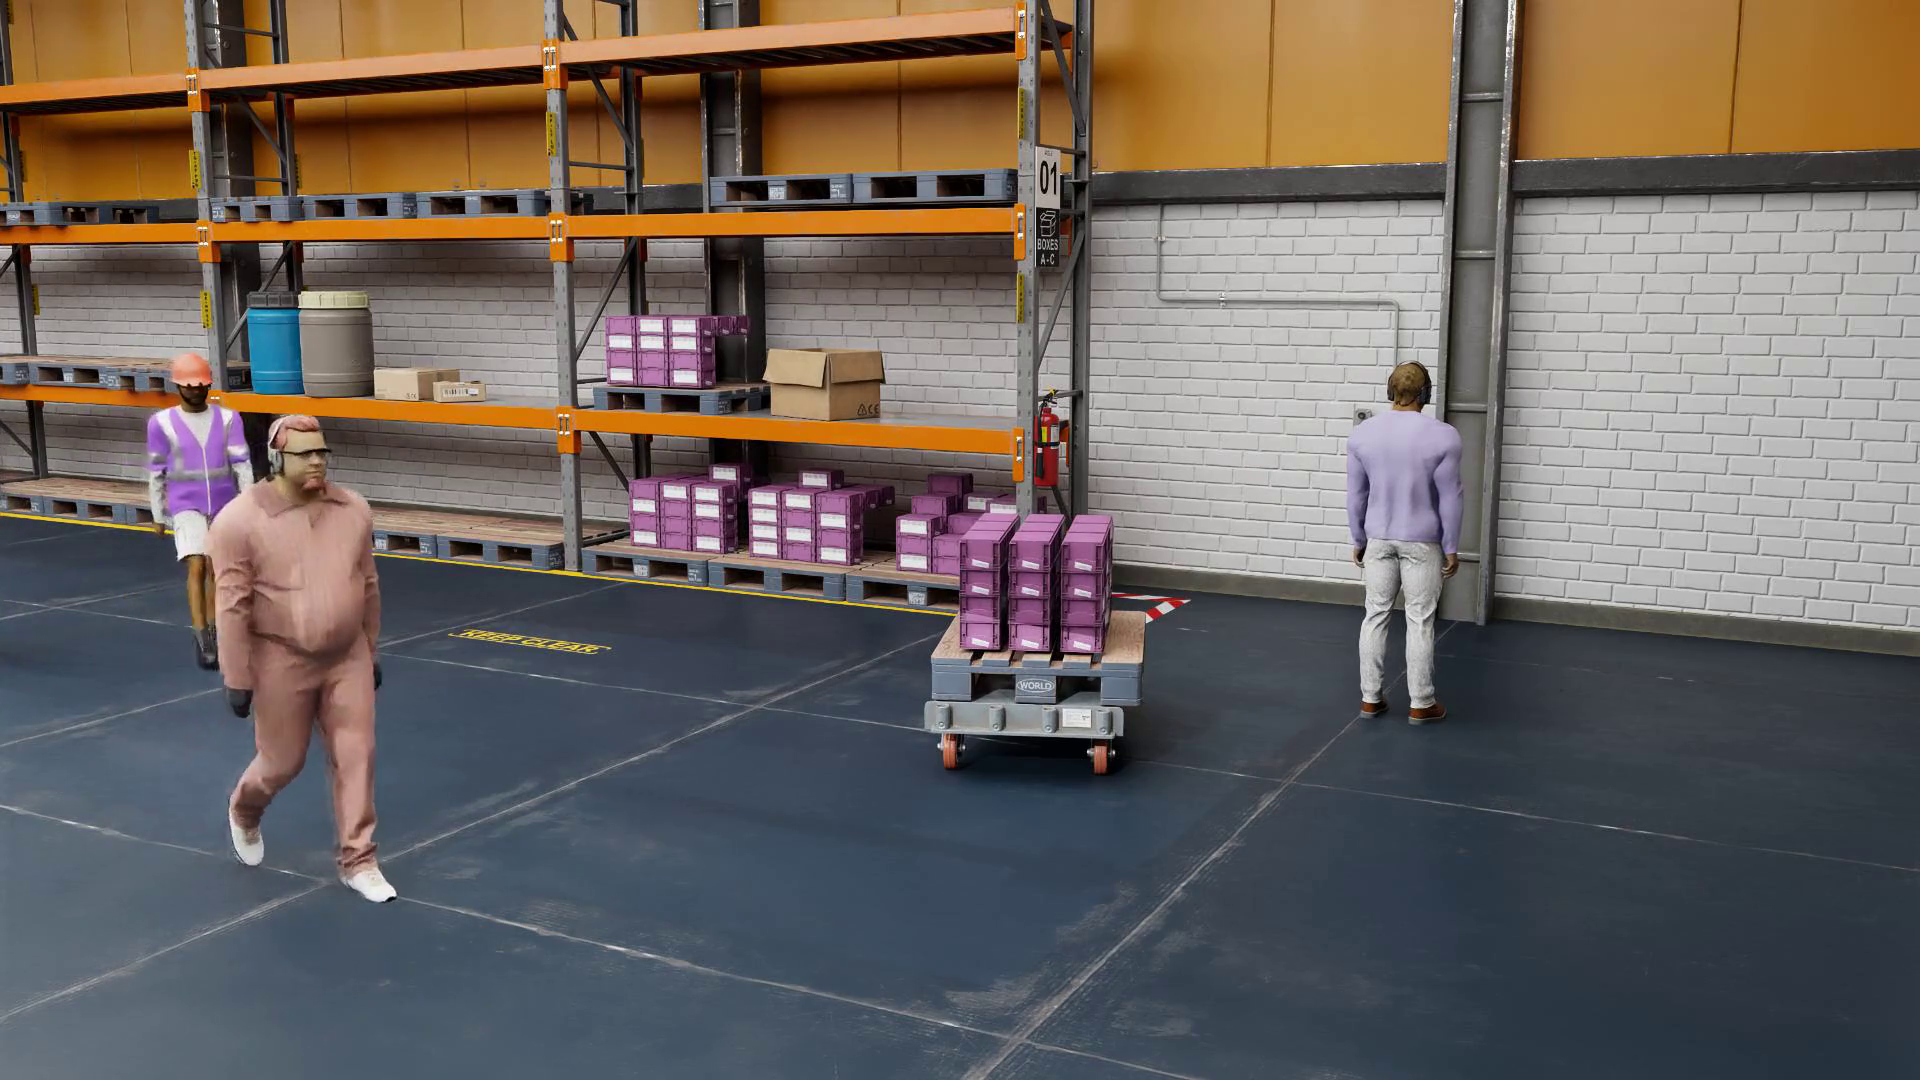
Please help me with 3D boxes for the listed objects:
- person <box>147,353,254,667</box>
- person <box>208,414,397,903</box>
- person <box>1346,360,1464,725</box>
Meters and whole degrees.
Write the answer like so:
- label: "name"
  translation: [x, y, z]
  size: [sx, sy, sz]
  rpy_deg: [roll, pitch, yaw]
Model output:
- label: "person"
  translation: [-4.610, -0.186, 10.198]
  size: [0.554, 1.901, 0.861]
  rpy_deg: [-7, 12, -38]
- label: "person"
  translation: [-2.561, 0.444, 6.430]
  size: [0.792, 1.884, 0.653]
  rpy_deg: [8, 12, 41]
- label: "person"
  translation: [2.363, 0.016, 8.866]
  size: [0.631, 1.940, 0.372]
  rpy_deg: [6, 11, 33]
